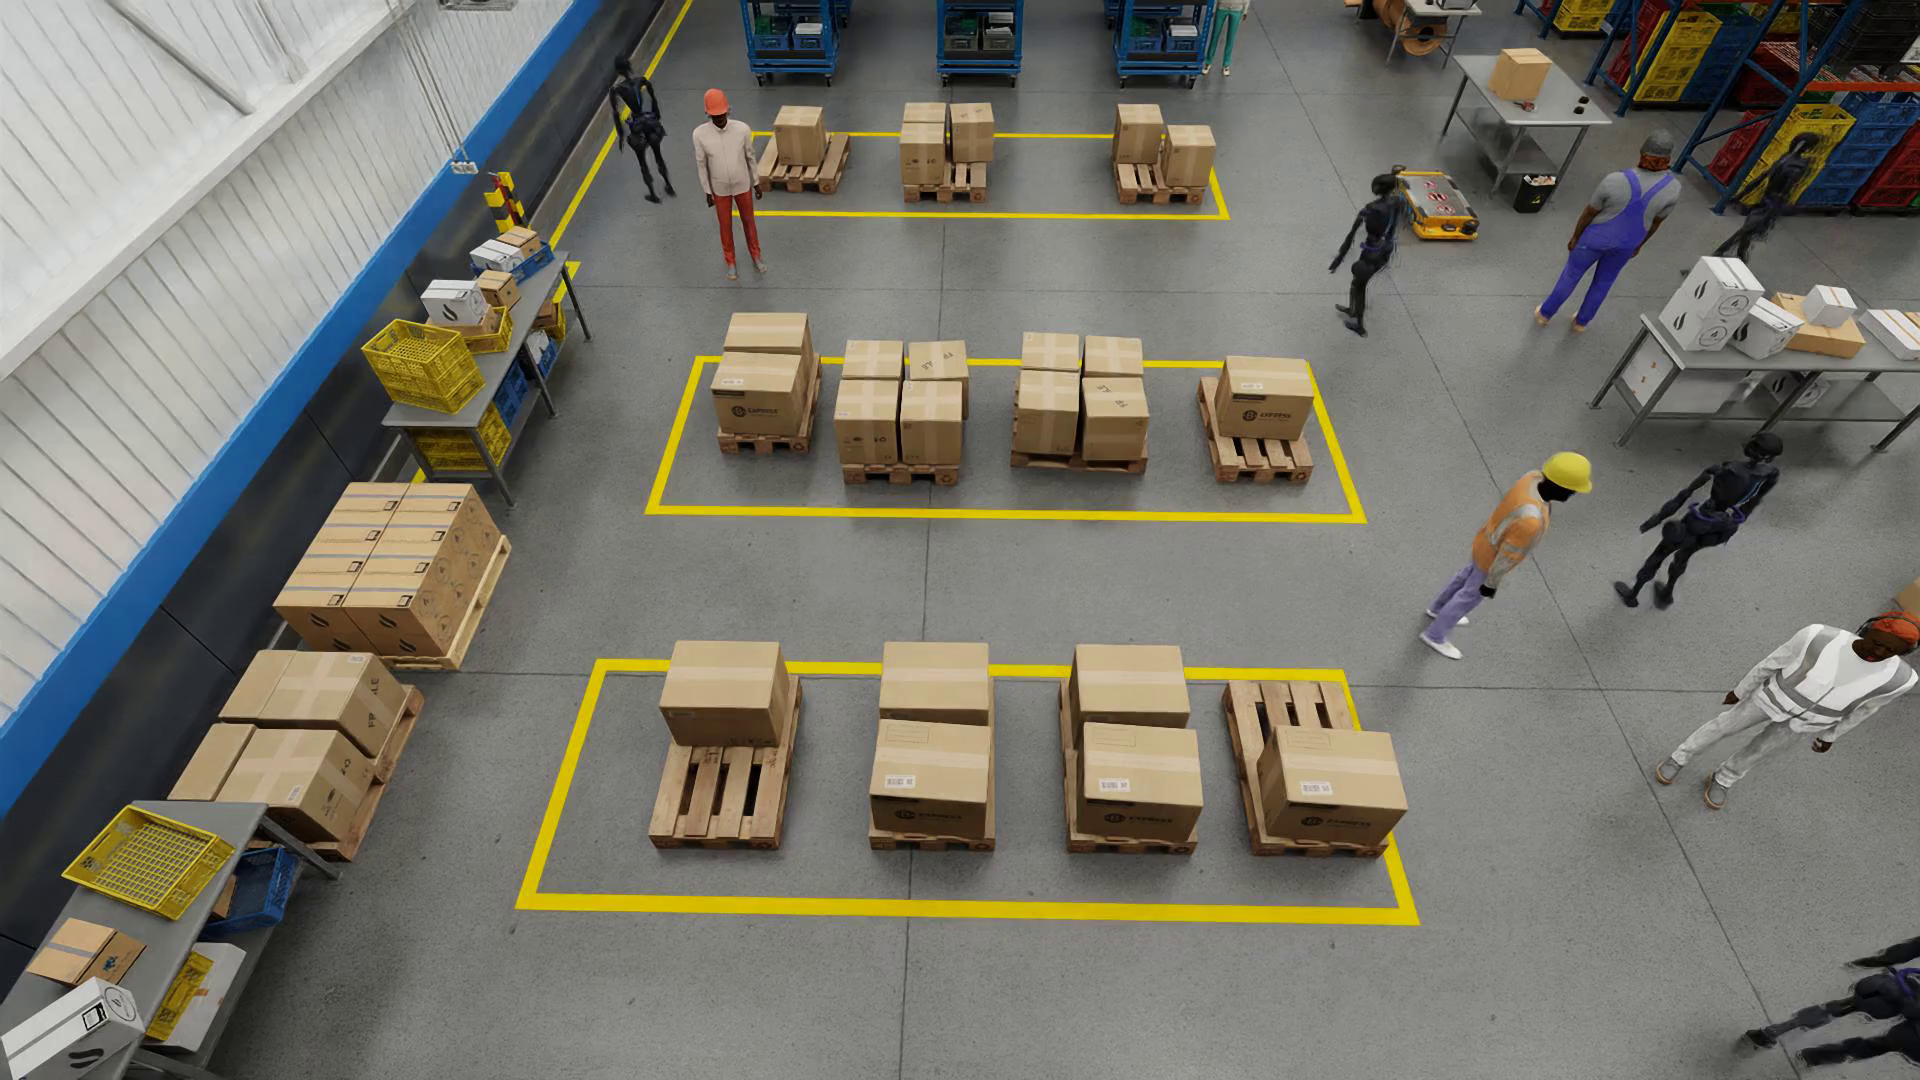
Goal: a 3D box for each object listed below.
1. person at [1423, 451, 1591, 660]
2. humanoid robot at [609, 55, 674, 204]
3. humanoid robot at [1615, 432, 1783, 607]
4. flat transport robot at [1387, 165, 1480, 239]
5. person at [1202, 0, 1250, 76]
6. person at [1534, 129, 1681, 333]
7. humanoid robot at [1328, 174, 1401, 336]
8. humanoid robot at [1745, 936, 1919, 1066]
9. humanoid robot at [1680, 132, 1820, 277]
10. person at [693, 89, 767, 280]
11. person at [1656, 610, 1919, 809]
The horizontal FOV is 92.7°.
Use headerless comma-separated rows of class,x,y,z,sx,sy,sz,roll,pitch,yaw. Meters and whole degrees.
person,3.756,0.097,6.357,0.382,1.924,0.589,22,53,18
humanoid robot,-3.729,-4.825,10.801,0.610,1.644,0.444,-35,58,-26
humanoid robot,5.404,-0.135,6.717,0.593,1.651,0.348,0,49,0
flat transport robot,5.692,-4.094,11.059,0.652,0.197,1.431,1,49,1
person,3.858,-7.598,13.118,0.533,1.767,0.317,8,50,7
person,6.339,-2.986,8.947,0.678,2.000,0.535,15,51,13
humanoid robot,4.041,-2.814,9.050,0.594,1.628,0.581,-29,55,-23
humanoid robot,4.704,2.359,4.569,0.518,1.631,0.557,-11,50,-10
humanoid robot,8.351,-3.483,9.628,0.695,1.631,0.608,20,52,17
person,-2.391,-3.701,9.596,0.609,1.995,0.381,-16,51,-13
person,5.029,1.037,5.568,0.573,1.882,0.355,31,56,24
